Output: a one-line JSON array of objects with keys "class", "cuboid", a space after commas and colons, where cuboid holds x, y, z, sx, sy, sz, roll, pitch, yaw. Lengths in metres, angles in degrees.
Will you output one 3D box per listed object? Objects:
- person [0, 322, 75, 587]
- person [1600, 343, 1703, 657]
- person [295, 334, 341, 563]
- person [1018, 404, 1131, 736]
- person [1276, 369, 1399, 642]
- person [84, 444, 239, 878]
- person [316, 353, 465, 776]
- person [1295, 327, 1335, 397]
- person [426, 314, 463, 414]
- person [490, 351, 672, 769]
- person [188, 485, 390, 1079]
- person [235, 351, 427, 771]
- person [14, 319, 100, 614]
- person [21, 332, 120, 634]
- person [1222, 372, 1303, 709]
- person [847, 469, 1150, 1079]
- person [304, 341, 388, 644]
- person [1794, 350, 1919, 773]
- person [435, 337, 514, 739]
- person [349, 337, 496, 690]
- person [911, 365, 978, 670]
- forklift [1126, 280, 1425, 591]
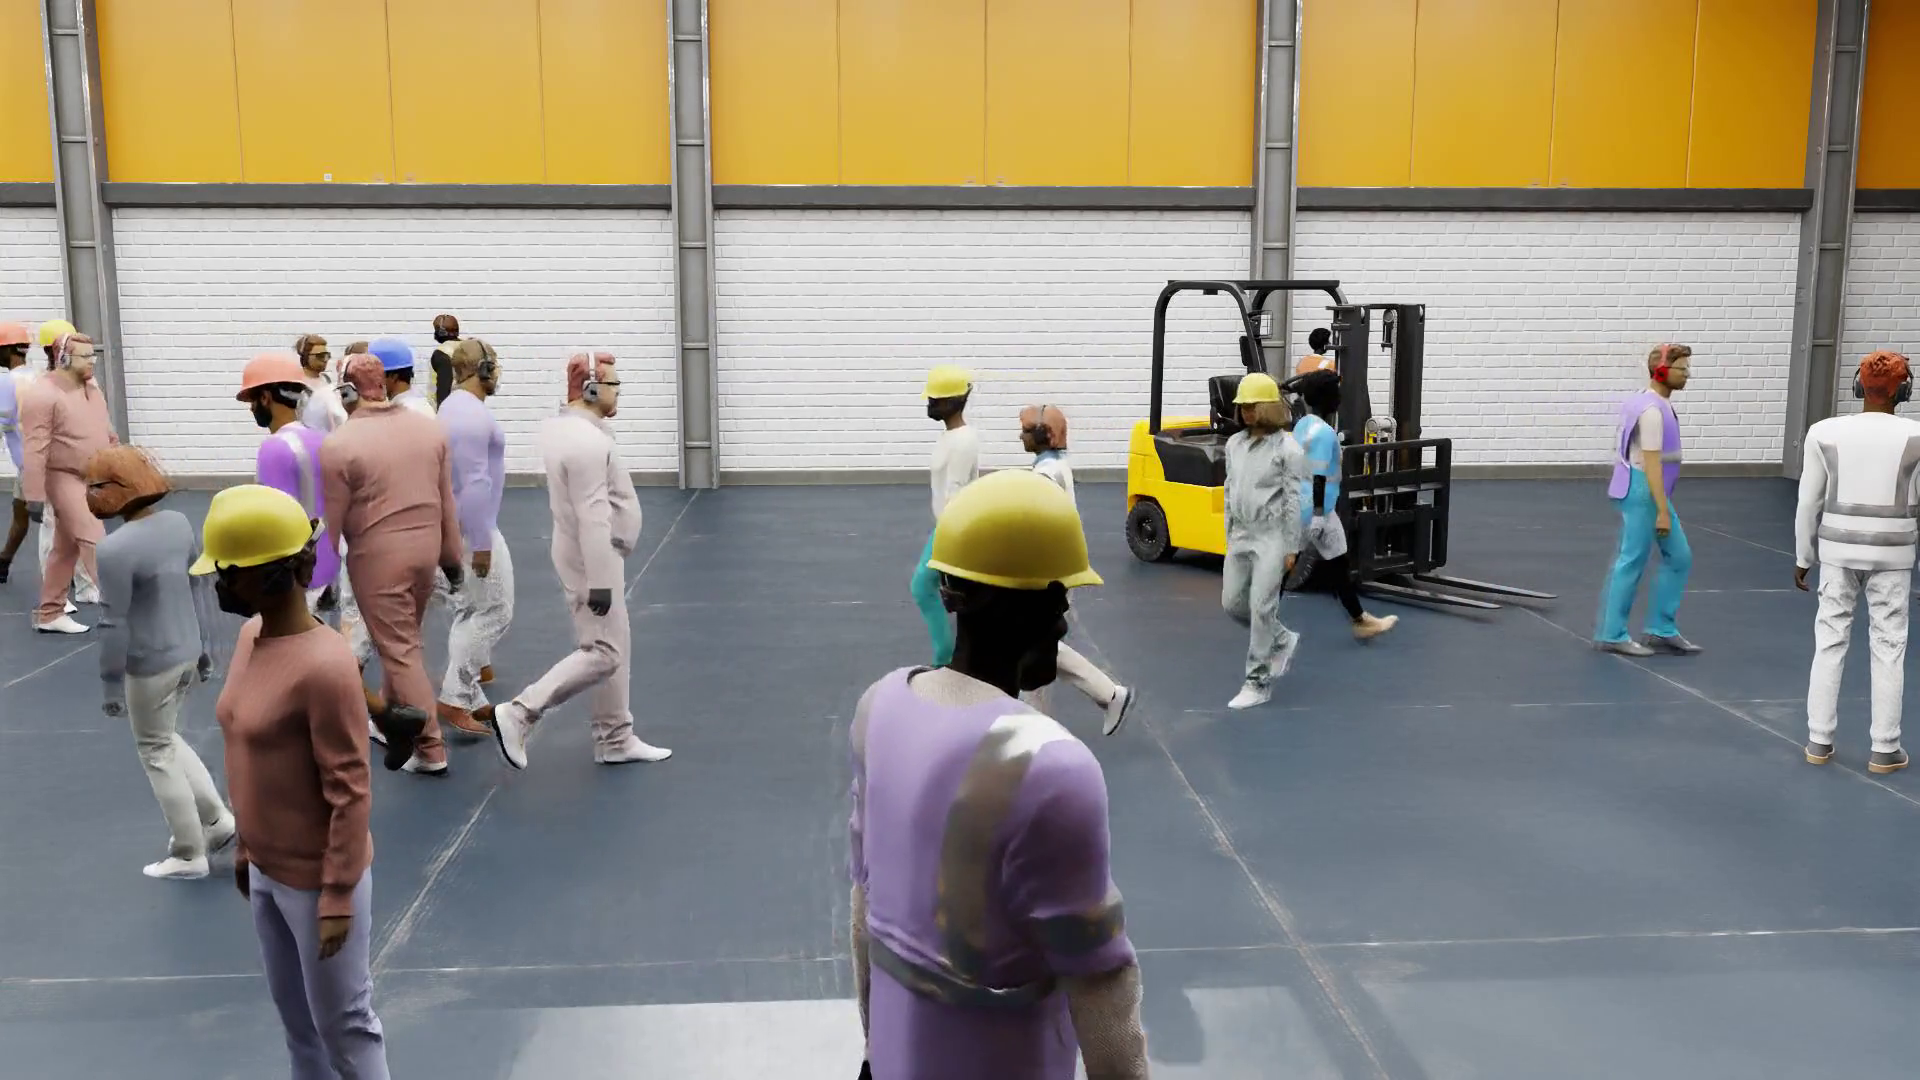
[{"class": "person", "cuboid": [-6.630, -0.589, 11.737, 0.986, 1.879, 0.558, -1, 9, -3]}, {"class": "person", "cuboid": [4.058, -0.212, 9.545, 0.690, 1.820, 0.607, 5, 10, 27]}, {"class": "person", "cuboid": [-4.736, -0.610, 12.187, 0.981, 1.801, 0.530, 2, 9, 12]}, {"class": "person", "cuboid": [0.472, 0.165, 7.849, 0.630, 1.623, 0.524, 2, 9, 11]}, {"class": "person", "cuboid": [2.197, -0.189, 9.924, 0.843, 1.648, 0.552, -1, 9, -8]}, {"class": "person", "cuboid": [-2.914, 0.455, 5.997, 0.344, 1.613, 0.524, 1, 9, 7]}, {"class": "person", "cuboid": [-2.633, 0.104, 7.442, 0.900, 1.864, 0.658, 6, 11, 31]}, {"class": "person", "cuboid": [3.594, -1.298, 16.829, 0.319, 1.689, 0.538, -5, 10, -29]}, {"class": "person", "cuboid": [-4.902, -1.248, 16.021, 0.429, 1.840, 0.634, 1, 9, 8]}, {"class": "person", "cuboid": [-1.690, 0.112, 7.320, 0.732, 1.887, 0.661, -3, 10, -19]}, {"class": "person", "cuboid": [-1.506, 0.747, 3.750, 0.328, 1.762, 0.523, -9, 13, -44]}, {"class": "person", "cuboid": [-2.755, 0.140, 7.159, 0.770, 1.898, 0.558, -2, 9, -9]}, {"class": "person", "cuboid": [-5.890, -0.488, 10.979, 0.365, 1.927, 0.588, 3, 10, 20]}, {"class": "person", "cuboid": [-5.270, -0.325, 10.142, 0.967, 1.856, 0.681, 0, 9, 2]}, {"class": "person", "cuboid": [1.591, -0.008, 8.603, 0.551, 1.728, 0.487, -8, 12, -40]}, {"class": "person", "cuboid": [0.076, 0.838, 2.687, 0.445, 1.911, 0.596, -5, 10, -27]}, {"class": "person", "cuboid": [-3.531, -0.263, 9.875, 0.451, 1.825, 0.657, 8, 12, 41]}, {"class": "person", "cuboid": [4.058, 0.096, 7.444, 0.586, 1.882, 0.341, 7, 11, 36]}, {"class": "person", "cuboid": [-2.410, -0.014, 8.072, 0.489, 1.916, 0.684, -5, 10, -27]}, {"class": "person", "cuboid": [-2.963, -0.115, 8.760, 1.004, 1.882, 0.629, -2, 9, -11]}, {"class": "person", "cuboid": [-0.077, -0.034, 8.680, 0.522, 1.749, 0.532, -2, 9, -11]}, {"class": "forklift", "cuboid": [2.301, -0.860, 12.475, 1.214, 2.155, 2.313, -6, 11, -35]}]
